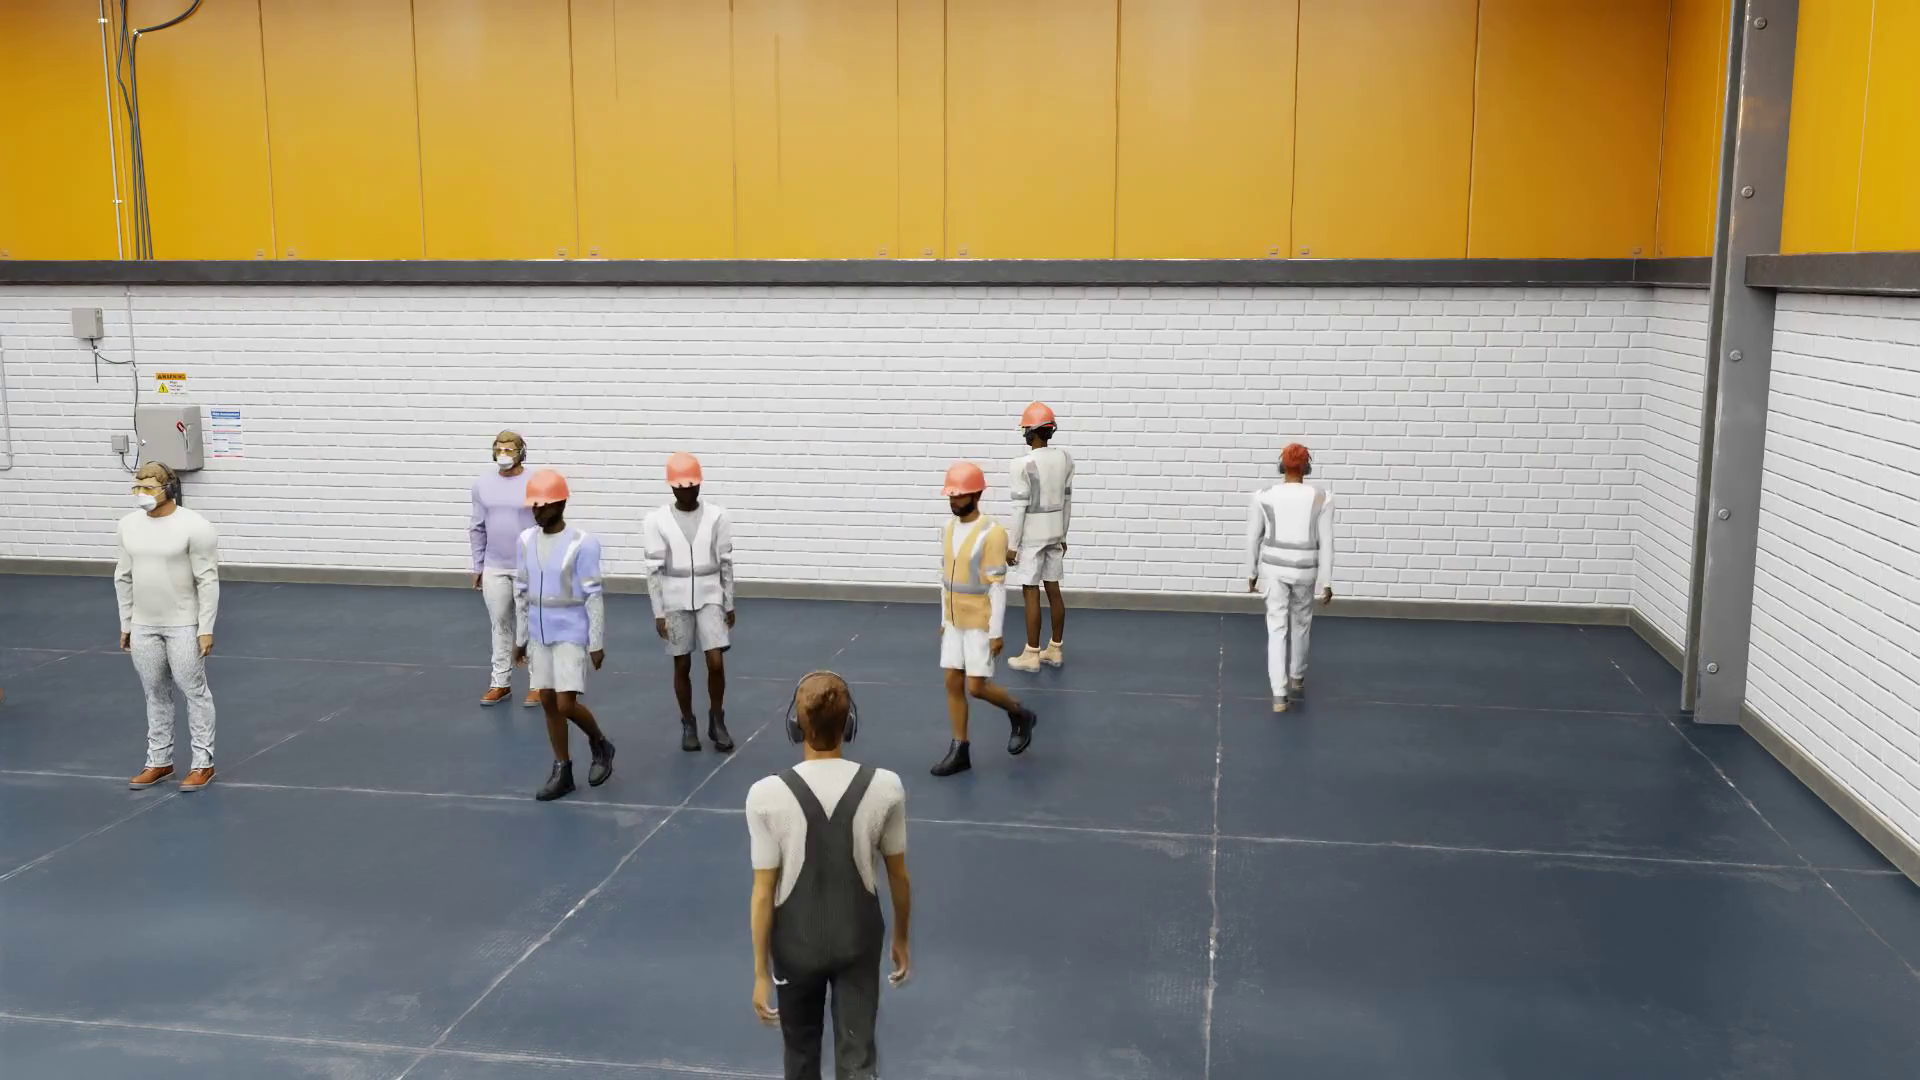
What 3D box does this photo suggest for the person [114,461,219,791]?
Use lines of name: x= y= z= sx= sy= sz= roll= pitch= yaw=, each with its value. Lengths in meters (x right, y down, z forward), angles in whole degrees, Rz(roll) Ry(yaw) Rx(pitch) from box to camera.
person: x=-4.624 y=0.503 z=9.712 sx=0.630 sy=1.940 sz=0.372 roll=1 pitch=9 yaw=9

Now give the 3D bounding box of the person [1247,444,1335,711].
person: x=2.317 y=0.235 z=11.697 sx=0.601 sy=1.830 sz=0.976 roll=2 pitch=9 yaw=13

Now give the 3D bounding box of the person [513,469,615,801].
person: x=-2.294 y=0.540 z=9.524 sx=0.554 sy=1.921 sz=0.463 roll=5 pitch=10 yaw=27

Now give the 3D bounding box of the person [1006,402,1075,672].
person: x=0.586 y=-0.021 z=12.618 sx=0.608 sy=2.044 sz=0.373 roll=-8 pitch=12 yaw=-41

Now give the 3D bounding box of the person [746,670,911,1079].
person: x=-0.402 y=1.298 z=5.263 sx=0.532 sy=1.799 sz=0.979 roll=-2 pitch=9 yaw=-12

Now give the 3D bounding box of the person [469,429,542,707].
person: x=-3.114 y=0.198 z=11.602 sx=0.636 sy=1.938 sz=0.357 roll=1 pitch=9 yaw=9

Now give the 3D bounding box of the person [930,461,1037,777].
person: x=0.121 y=0.460 z=10.044 sx=0.646 sy=1.915 sz=0.551 roll=-7 pitch=12 yaw=-38

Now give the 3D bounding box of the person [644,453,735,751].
person: x=-1.679 y=0.404 z=10.401 sx=0.558 sy=1.912 sz=0.565 roll=-2 pitch=9 yaw=-14
